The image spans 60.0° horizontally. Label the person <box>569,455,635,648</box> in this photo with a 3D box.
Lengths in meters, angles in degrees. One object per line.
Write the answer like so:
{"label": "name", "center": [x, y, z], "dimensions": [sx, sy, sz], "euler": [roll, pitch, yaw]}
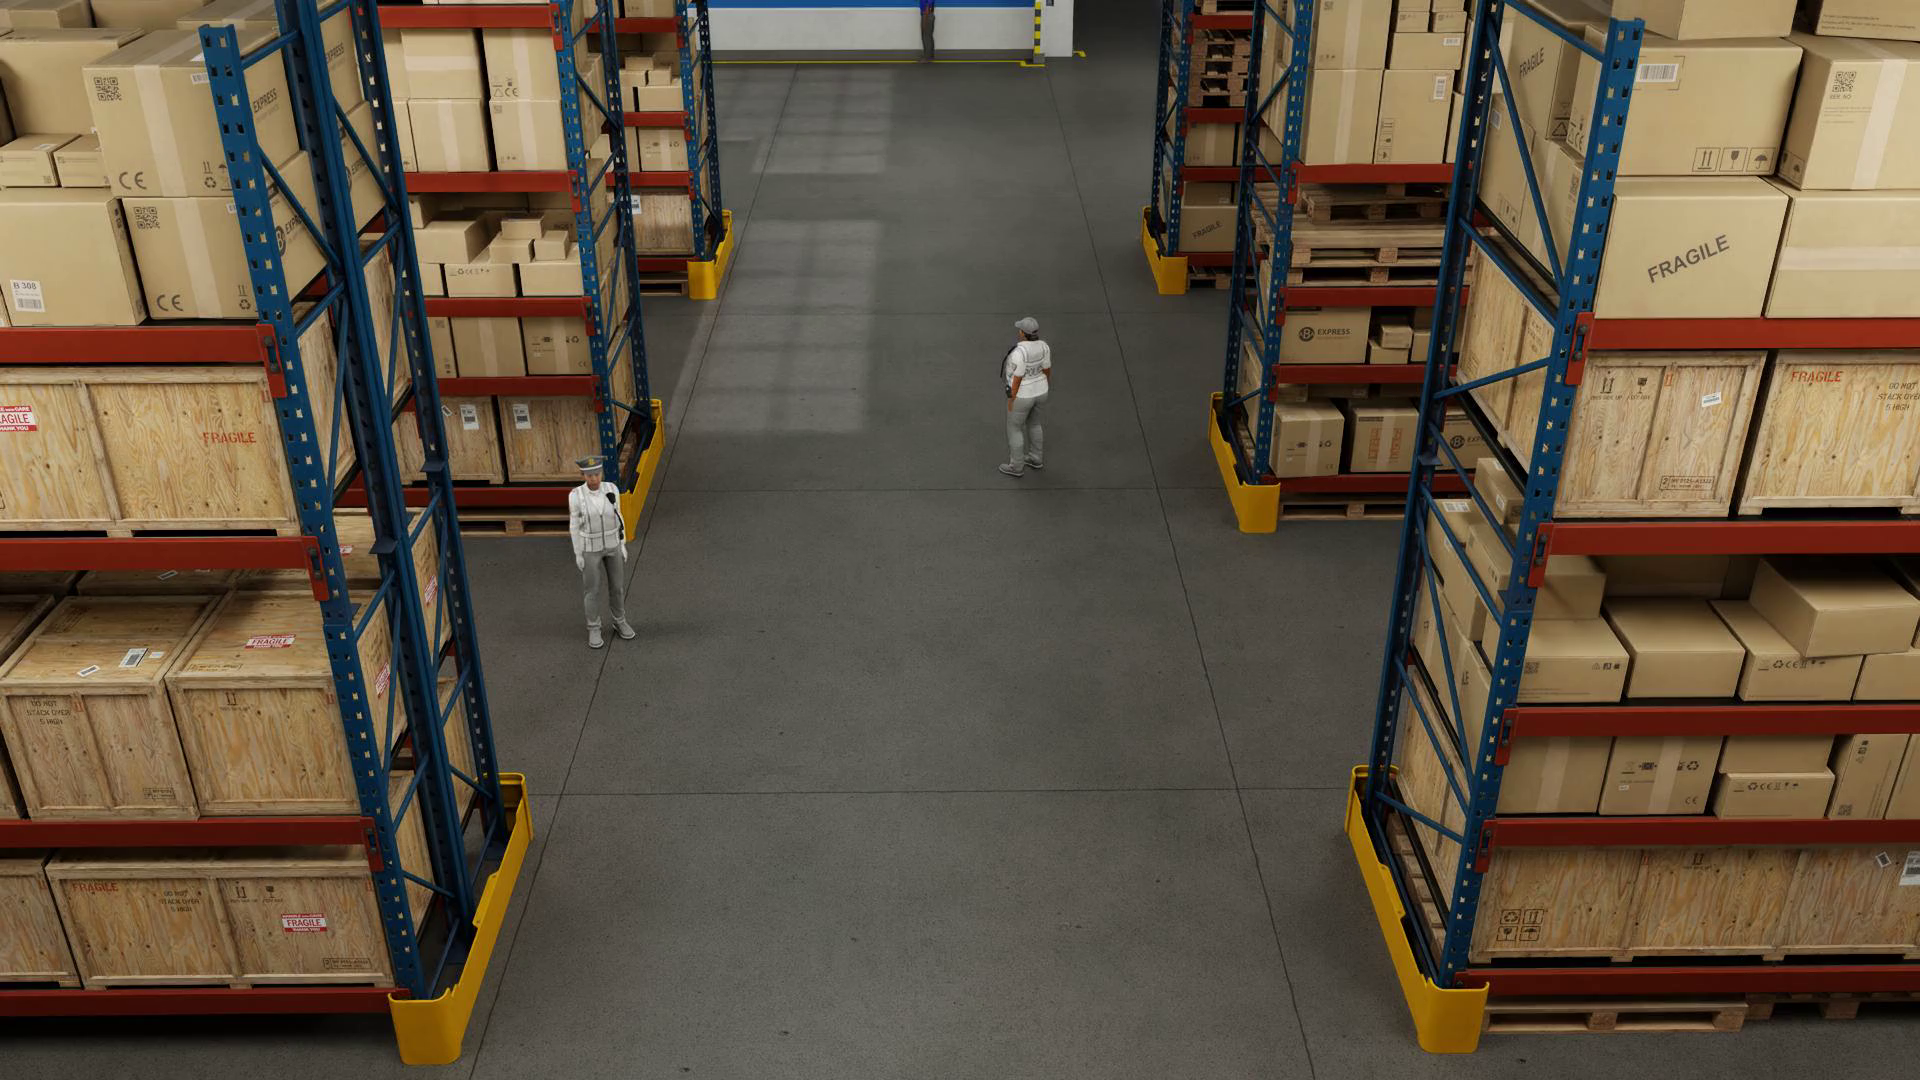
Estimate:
{"label": "person", "center": [-2.998, 0.065, 13.869], "dimensions": [0.455, 1.693, 0.370], "euler": [-15, 32, -25]}

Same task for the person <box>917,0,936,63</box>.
{"label": "person", "center": [-0.683, -10.497, 33.546], "dimensions": [0.341, 1.659, 0.439], "euler": [7, 29, 13]}

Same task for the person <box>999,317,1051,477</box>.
{"label": "person", "center": [0.661, -1.458, 16.728], "dimensions": [0.465, 1.663, 0.396], "euler": [-23, 36, -36]}
